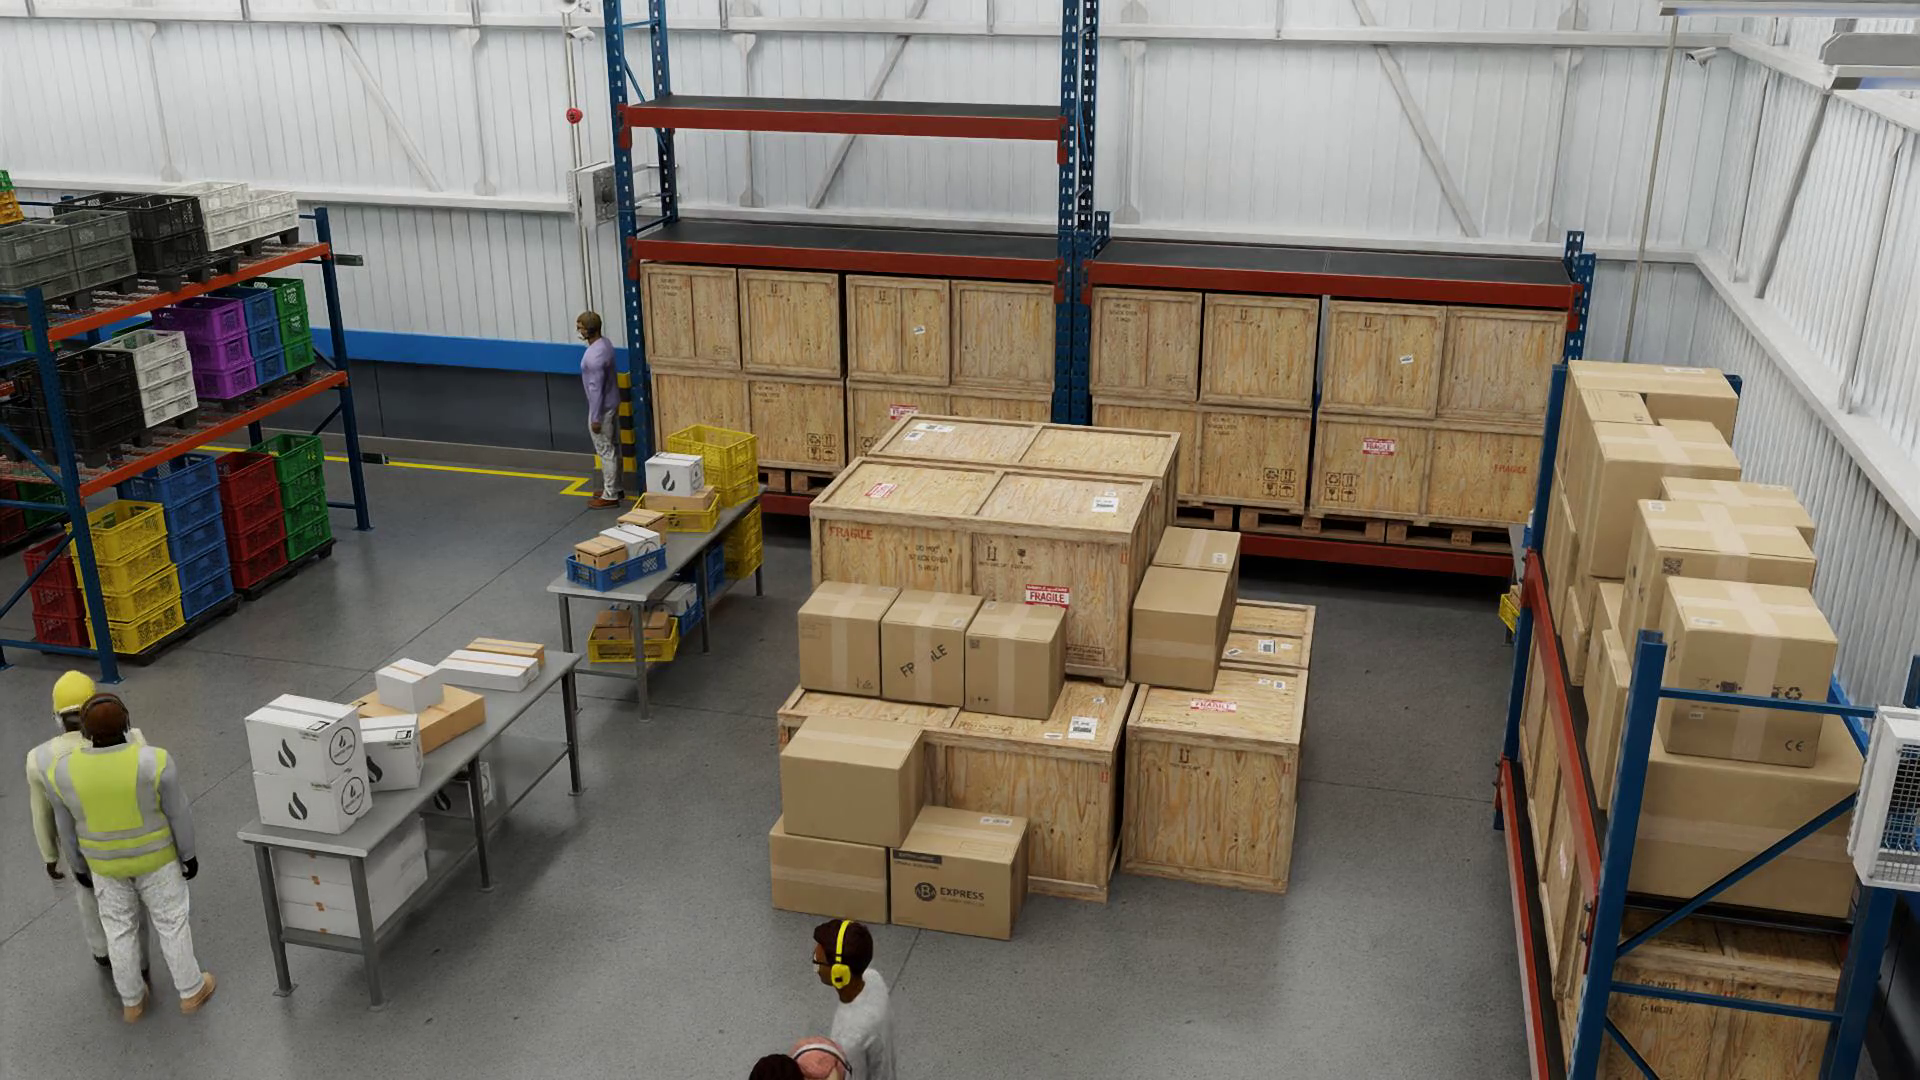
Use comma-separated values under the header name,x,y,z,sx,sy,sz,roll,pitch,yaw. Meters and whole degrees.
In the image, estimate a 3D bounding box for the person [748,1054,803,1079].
name,x,y,z,sx,sy,sz,roll,pitch,yaw
person,-0.624,2.612,5.881,0.587,1.920,0.391,-7,22,-18

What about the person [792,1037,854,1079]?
name,x,y,z,sx,sy,sz,roll,pitch,yaw
person,-0.477,2.598,5.954,0.665,1.911,0.404,-6,22,-15

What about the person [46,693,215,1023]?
name,x,y,z,sx,sy,sz,roll,pitch,yaw
person,-4.247,1.627,8.563,0.629,1.846,0.429,-4,21,-11

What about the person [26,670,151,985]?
name,x,y,z,sx,sy,sz,roll,pitch,yaw
person,-4.588,1.512,8.908,0.620,1.806,0.619,-11,24,-27

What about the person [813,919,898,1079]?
name,x,y,z,sx,sy,sz,roll,pitch,yaw
person,-0.400,2.345,6.671,0.348,1.863,0.515,2,21,5

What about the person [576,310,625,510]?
name,x,y,z,sx,sy,sz,roll,pitch,yaw
person,-3.445,-1.257,15.993,0.367,1.933,0.627,-1,21,-2
